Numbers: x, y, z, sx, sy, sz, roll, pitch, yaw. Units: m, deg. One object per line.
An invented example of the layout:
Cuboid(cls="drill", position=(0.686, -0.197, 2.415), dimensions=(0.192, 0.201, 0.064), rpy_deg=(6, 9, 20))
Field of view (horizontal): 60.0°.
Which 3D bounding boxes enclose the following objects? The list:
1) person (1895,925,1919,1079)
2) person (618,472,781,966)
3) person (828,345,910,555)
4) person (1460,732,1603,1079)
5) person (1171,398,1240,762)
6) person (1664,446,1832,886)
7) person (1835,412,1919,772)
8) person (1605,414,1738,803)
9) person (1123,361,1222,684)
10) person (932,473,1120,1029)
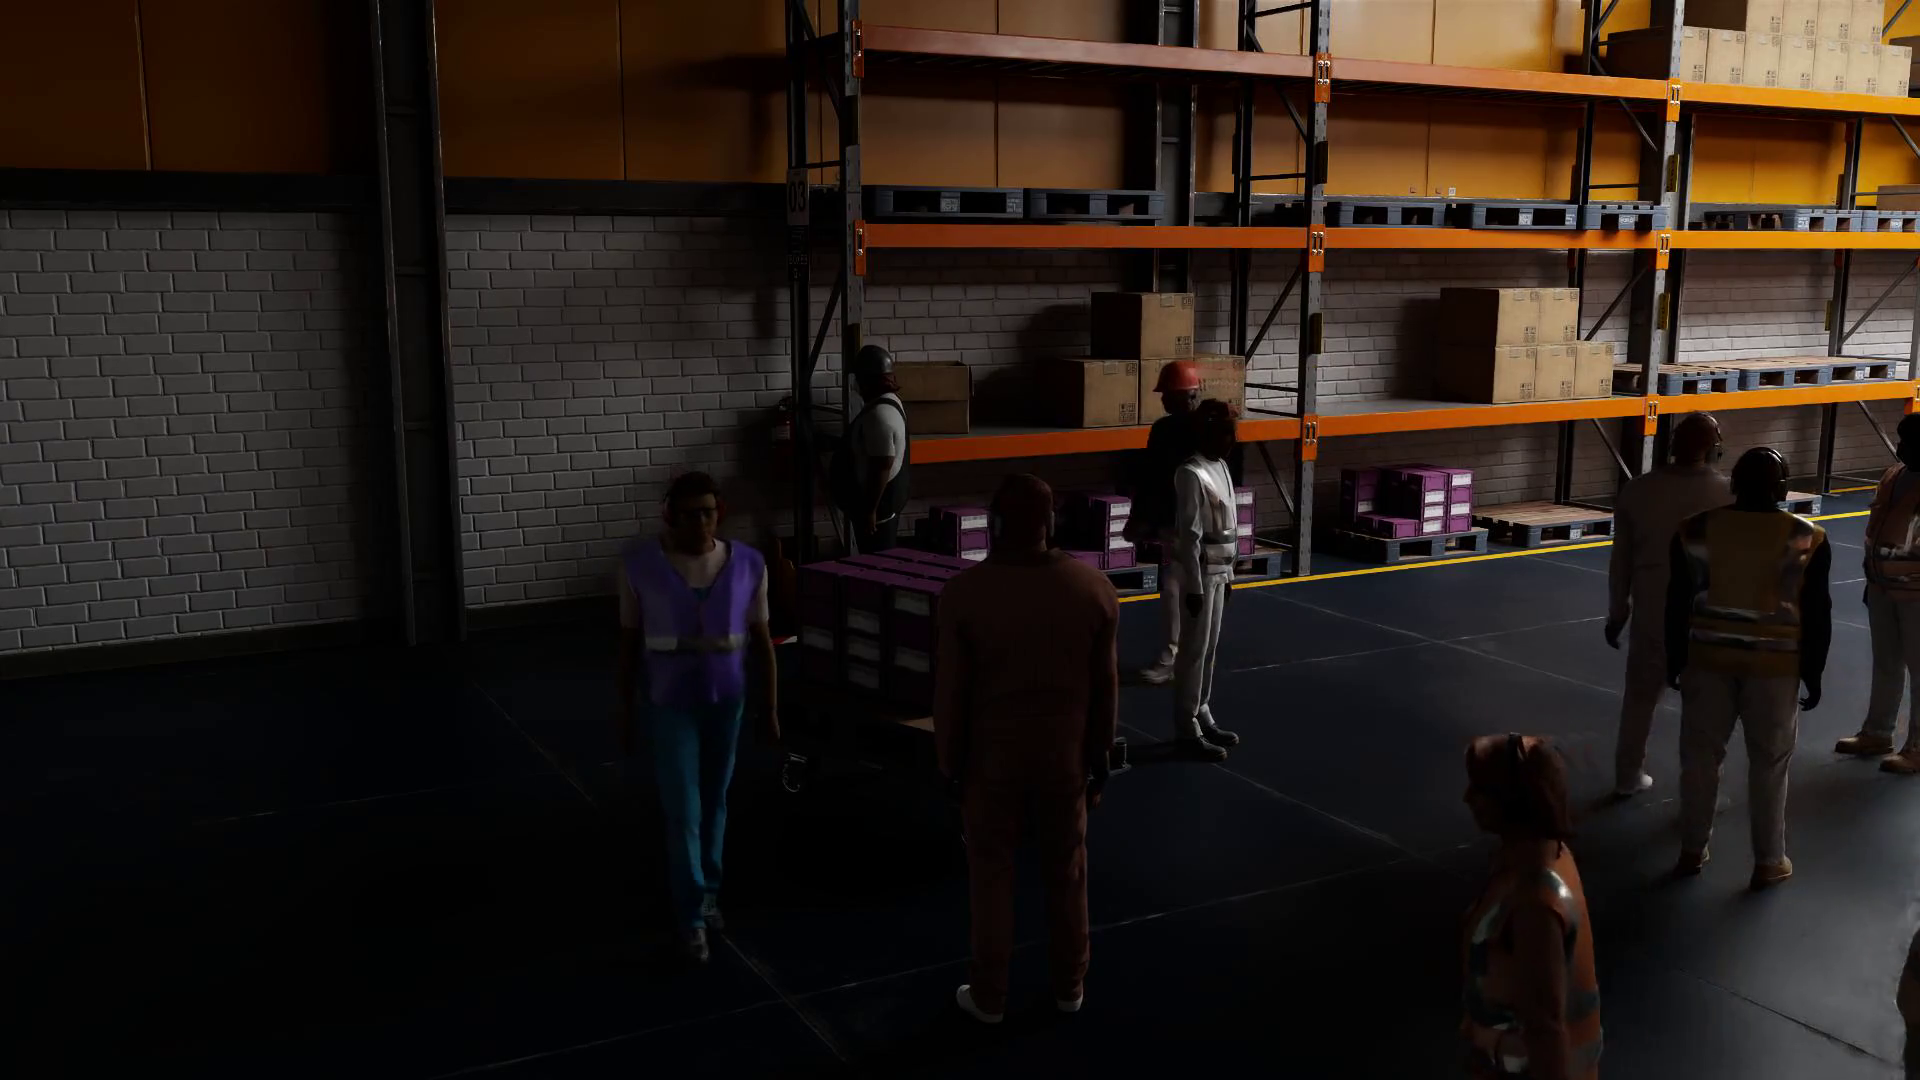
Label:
Cuboid(cls="person", position=(2.455, 1.156, 3.992), dimensions=(0.507, 1.627, 0.379), rpy_deg=(-7, 12, -33))
Cuboid(cls="person", position=(-0.952, 0.660, 6.250), dimensions=(0.596, 1.820, 0.763), rpy_deg=(-4, 11, -23))
Cuboid(cls="person", position=(-0.601, -0.272, 11.008), dimensions=(0.537, 2.000, 0.683), rpy_deg=(1, 10, 3))
Cuboid(cls="person", position=(1.240, 1.209, 3.780), dimensions=(0.876, 1.580, 0.528), rpy_deg=(4, 11, 21))
Cuboid(cls="person", position=(1.298, 0.199, 8.743), dimensions=(0.356, 1.887, 0.573), rpy_deg=(4, 11, 23))
Cuboid(cls="person", position=(3.302, 0.523, 7.003), dimensions=(0.634, 1.841, 0.429), rpy_deg=(7, 12, 33))
Cuboid(cls="person", position=(4.861, 0.259, 8.529), dimensions=(0.429, 1.844, 0.626), rpy_deg=(-2, 10, -9))
Cuboid(cls="person", position=(3.429, 0.353, 7.899), dimensions=(0.685, 1.893, 0.452), rpy_deg=(9, 13, 40))
Cuboid(cls="person", position=(1.244, -0.111, 10.285), dimensions=(0.741, 1.972, 0.629), rpy_deg=(-5, 11, -27))
Cuboid(cls="person", position=(0.213, 0.719, 5.695), dimensions=(0.653, 1.905, 0.408), rpy_deg=(-2, 10, -14))
